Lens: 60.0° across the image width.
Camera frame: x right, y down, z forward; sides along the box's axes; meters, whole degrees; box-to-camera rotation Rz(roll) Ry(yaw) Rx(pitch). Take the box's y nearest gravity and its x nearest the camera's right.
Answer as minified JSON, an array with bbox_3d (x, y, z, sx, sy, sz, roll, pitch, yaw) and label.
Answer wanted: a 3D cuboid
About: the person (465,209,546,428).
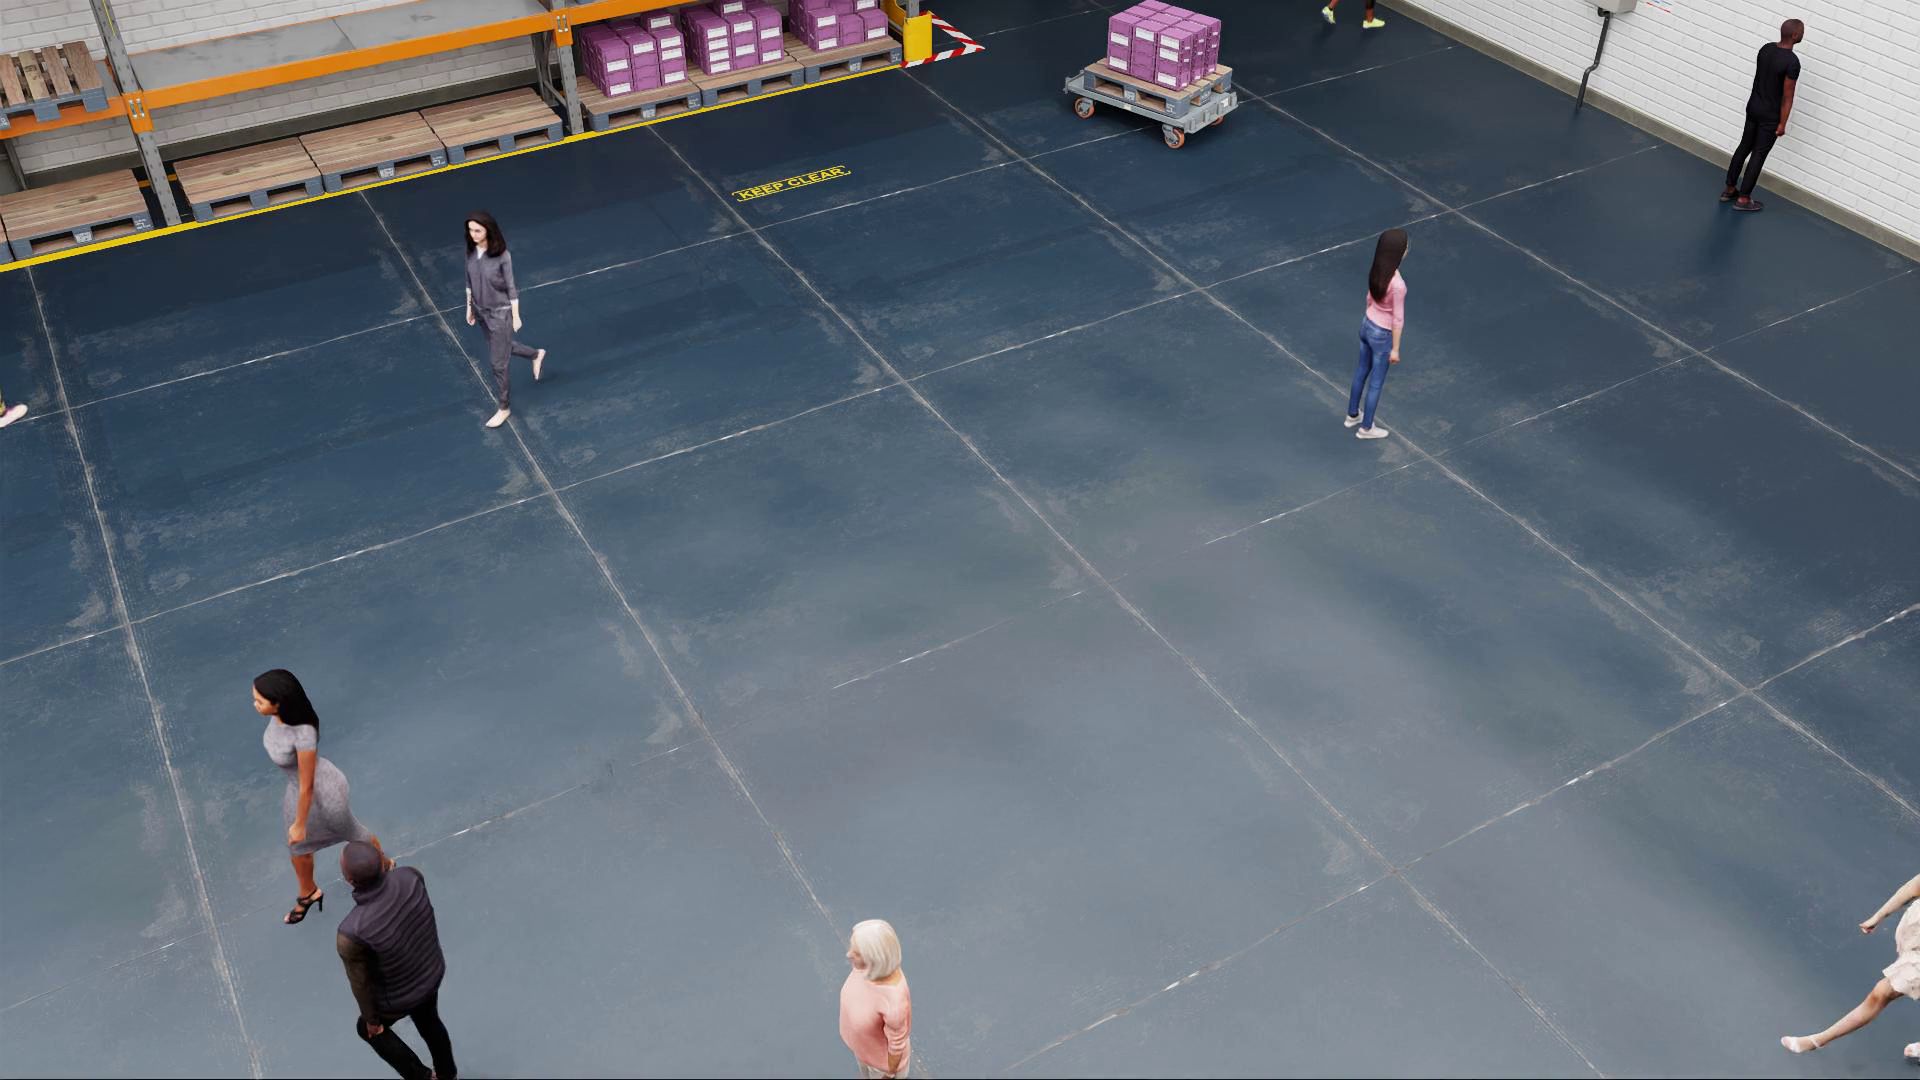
[{"bbox_3d":[-3.542,-1.790,12.858,0.928,1.737,1.131,19,42,22],"label":"person"}]

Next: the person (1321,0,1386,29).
[{"bbox_3d":[4.554,-6.672,18.974,1.056,1.734,0.727,-11,40,-13],"label":"person"}]

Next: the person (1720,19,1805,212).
[{"bbox_3d":[7.515,-3.976,15.528,0.653,1.820,0.719,-10,40,-12],"label":"person"}]

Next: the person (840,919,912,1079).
[{"bbox_3d":[-0.369,2.331,7.707,0.528,1.725,0.605,-18,42,-21],"label":"person"}]

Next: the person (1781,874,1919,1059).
[{"bbox_3d":[4.797,2.022,8.129,1.149,1.681,0.937,0,39,0],"label":"person"}]

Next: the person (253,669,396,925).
[{"bbox_3d":[-3.341,1.336,8.928,0.924,1.756,0.697,-31,48,-33],"label":"person"}]

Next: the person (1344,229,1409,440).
[{"bbox_3d":[3.167,-1.568,12.576,0.563,1.742,0.604,-12,40,-15],"label":"person"}]

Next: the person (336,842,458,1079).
[{"bbox_3d":[-2.576,2.128,7.882,0.892,1.825,0.792,15,41,18],"label":"person"}]
